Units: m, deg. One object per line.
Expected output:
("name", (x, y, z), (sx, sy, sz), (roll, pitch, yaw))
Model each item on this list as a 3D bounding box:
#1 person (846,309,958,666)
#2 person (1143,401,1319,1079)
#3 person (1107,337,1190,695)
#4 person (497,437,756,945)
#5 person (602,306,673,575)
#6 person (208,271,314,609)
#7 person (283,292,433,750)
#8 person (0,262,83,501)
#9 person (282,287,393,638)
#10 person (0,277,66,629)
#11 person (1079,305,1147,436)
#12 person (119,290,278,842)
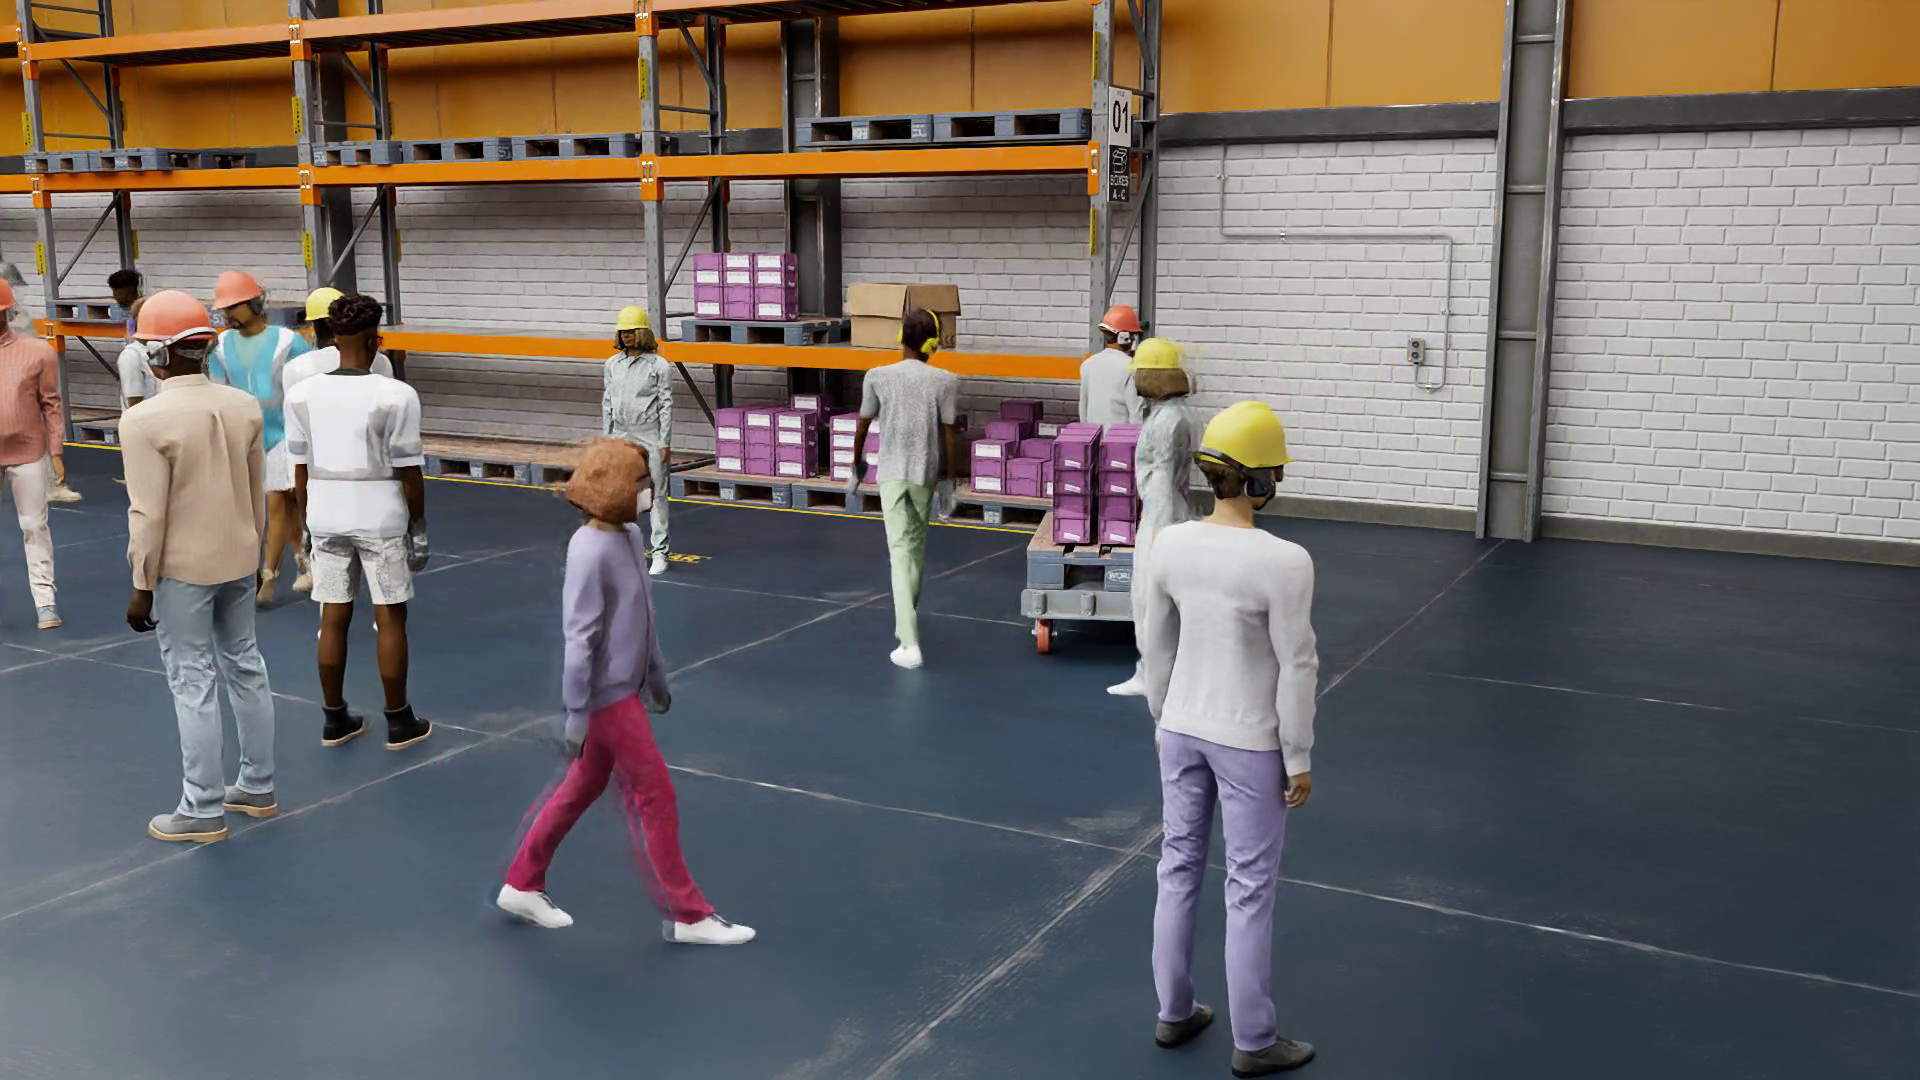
("person", (-0.287, -0.294, 8.712), (0.543, 1.806, 0.942), (-2, 11, -11))
("person", (0.713, 0.518, 4.382), (0.329, 1.769, 0.526), (-9, 14, -42))
("person", (0.993, -0.083, 7.782), (0.517, 1.726, 0.498), (0, 10, 3))
("person", (-1.091, 0.467, 5.139), (0.839, 1.593, 0.511), (1, 10, 3))
("person", (-2.099, -0.642, 10.808), (0.486, 1.744, 0.294), (3, 11, 15))
("person", (-4.126, -0.595, 9.878), (0.630, 1.978, 1.067), (2, 11, 10))
("person", (-2.558, -0.074, 7.120), (0.603, 1.957, 0.384), (1, 10, 8))
("person", (-7.856, -1.299, 13.594), (1.000, 2.000, 0.692), (1, 10, 3))
("person", (-3.338, -0.395, 8.987), (0.594, 1.917, 0.397), (-7, 13, -35))
("person", (-5.298, -0.473, 9.218), (0.611, 1.985, 0.393), (-5, 11, -25))
("person", (1.008, -0.631, 10.720), (0.342, 1.751, 0.564), (-8, 13, -36))
("person", (-2.771, 0.099, 6.054), (0.375, 1.995, 0.610), (4, 11, 19))
